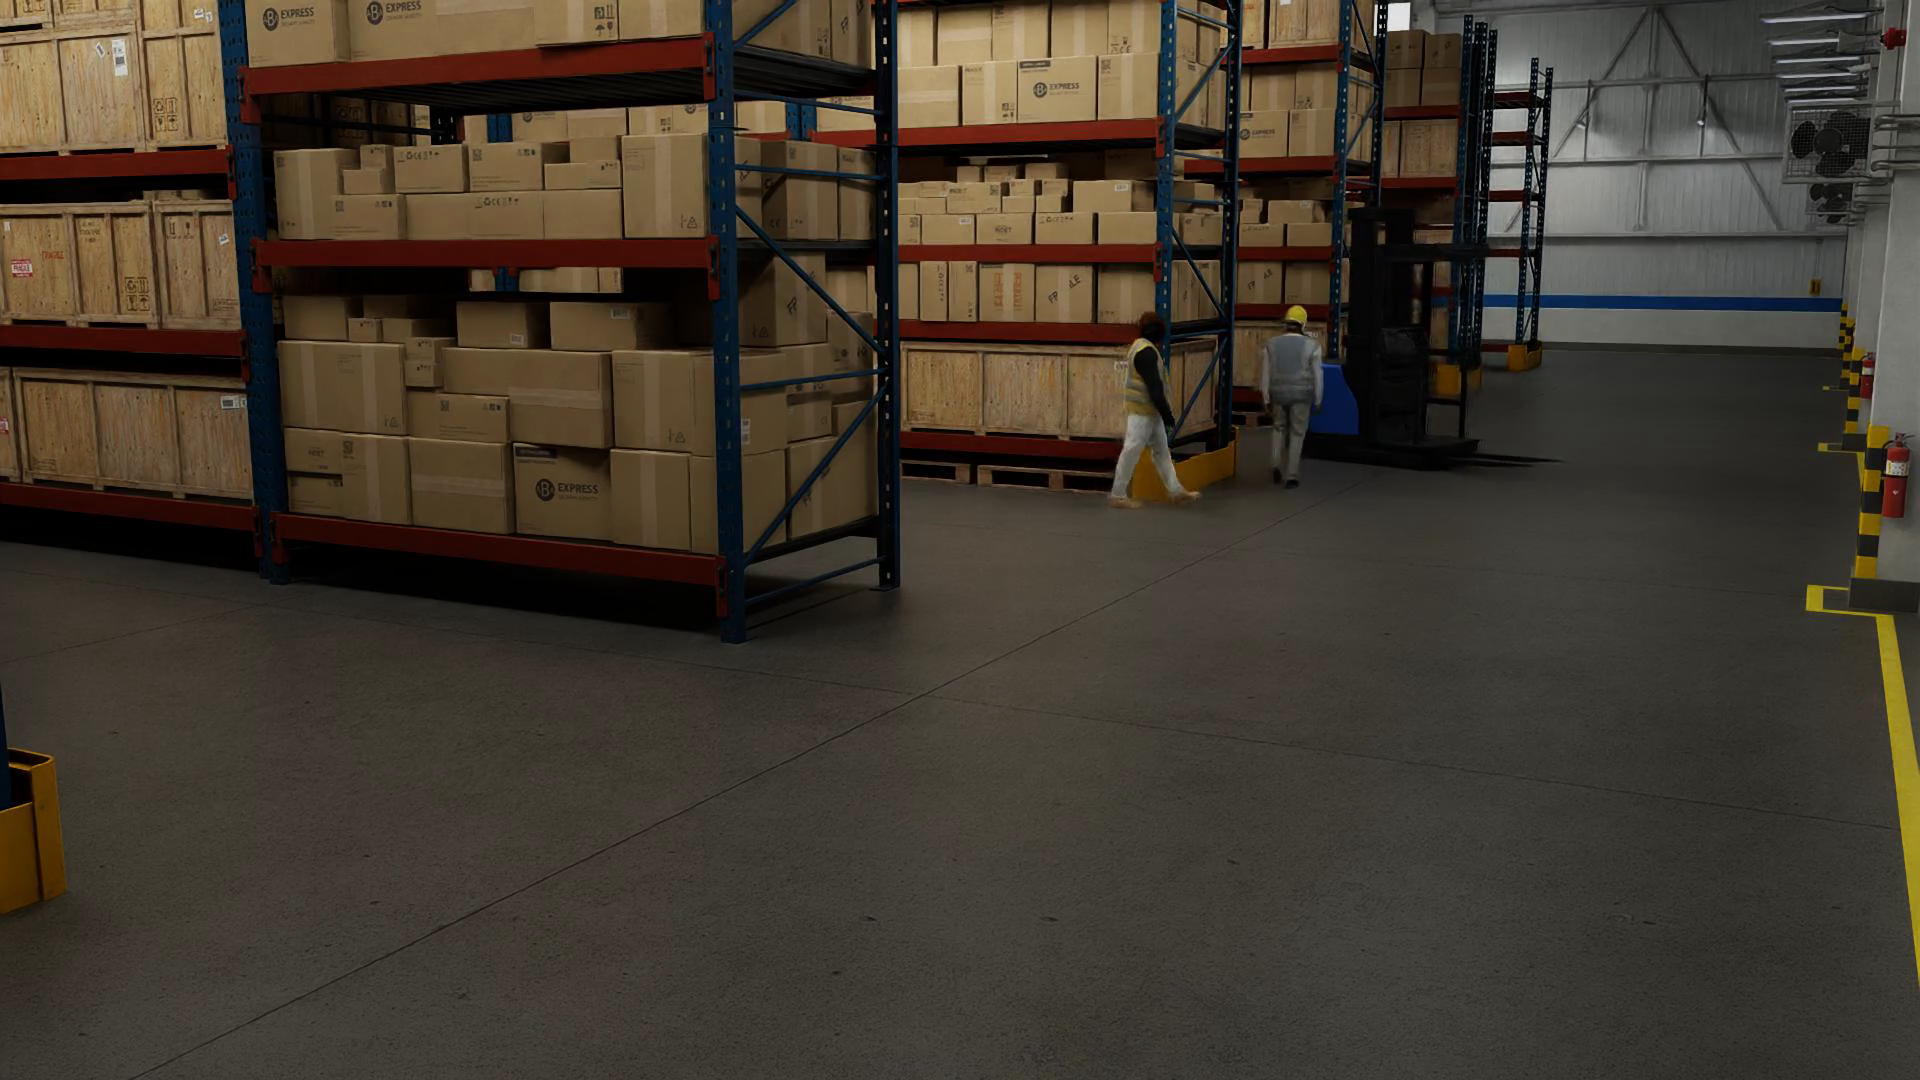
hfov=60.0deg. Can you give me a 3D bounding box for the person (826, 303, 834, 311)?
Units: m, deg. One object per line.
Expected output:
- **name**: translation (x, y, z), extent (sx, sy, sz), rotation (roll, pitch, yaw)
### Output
- **person**: translation (-1.331, -1.397, 16.270), extent (0.959, 1.871, 0.653), rotation (5, 11, 26)

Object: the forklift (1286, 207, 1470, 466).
- **forklift**: translation (4.680, -2.325, 18.709), extent (1.873, 2.768, 1.129), rotation (9, 14, 43)

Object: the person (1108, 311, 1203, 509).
- **person**: translation (1.772, -1.165, 15.124), extent (0.878, 1.800, 0.634), rotation (1, 10, 7)

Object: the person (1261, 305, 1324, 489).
- **person**: translation (3.325, -1.420, 16.549), extent (0.591, 1.814, 0.545), rotation (5, 11, 28)
